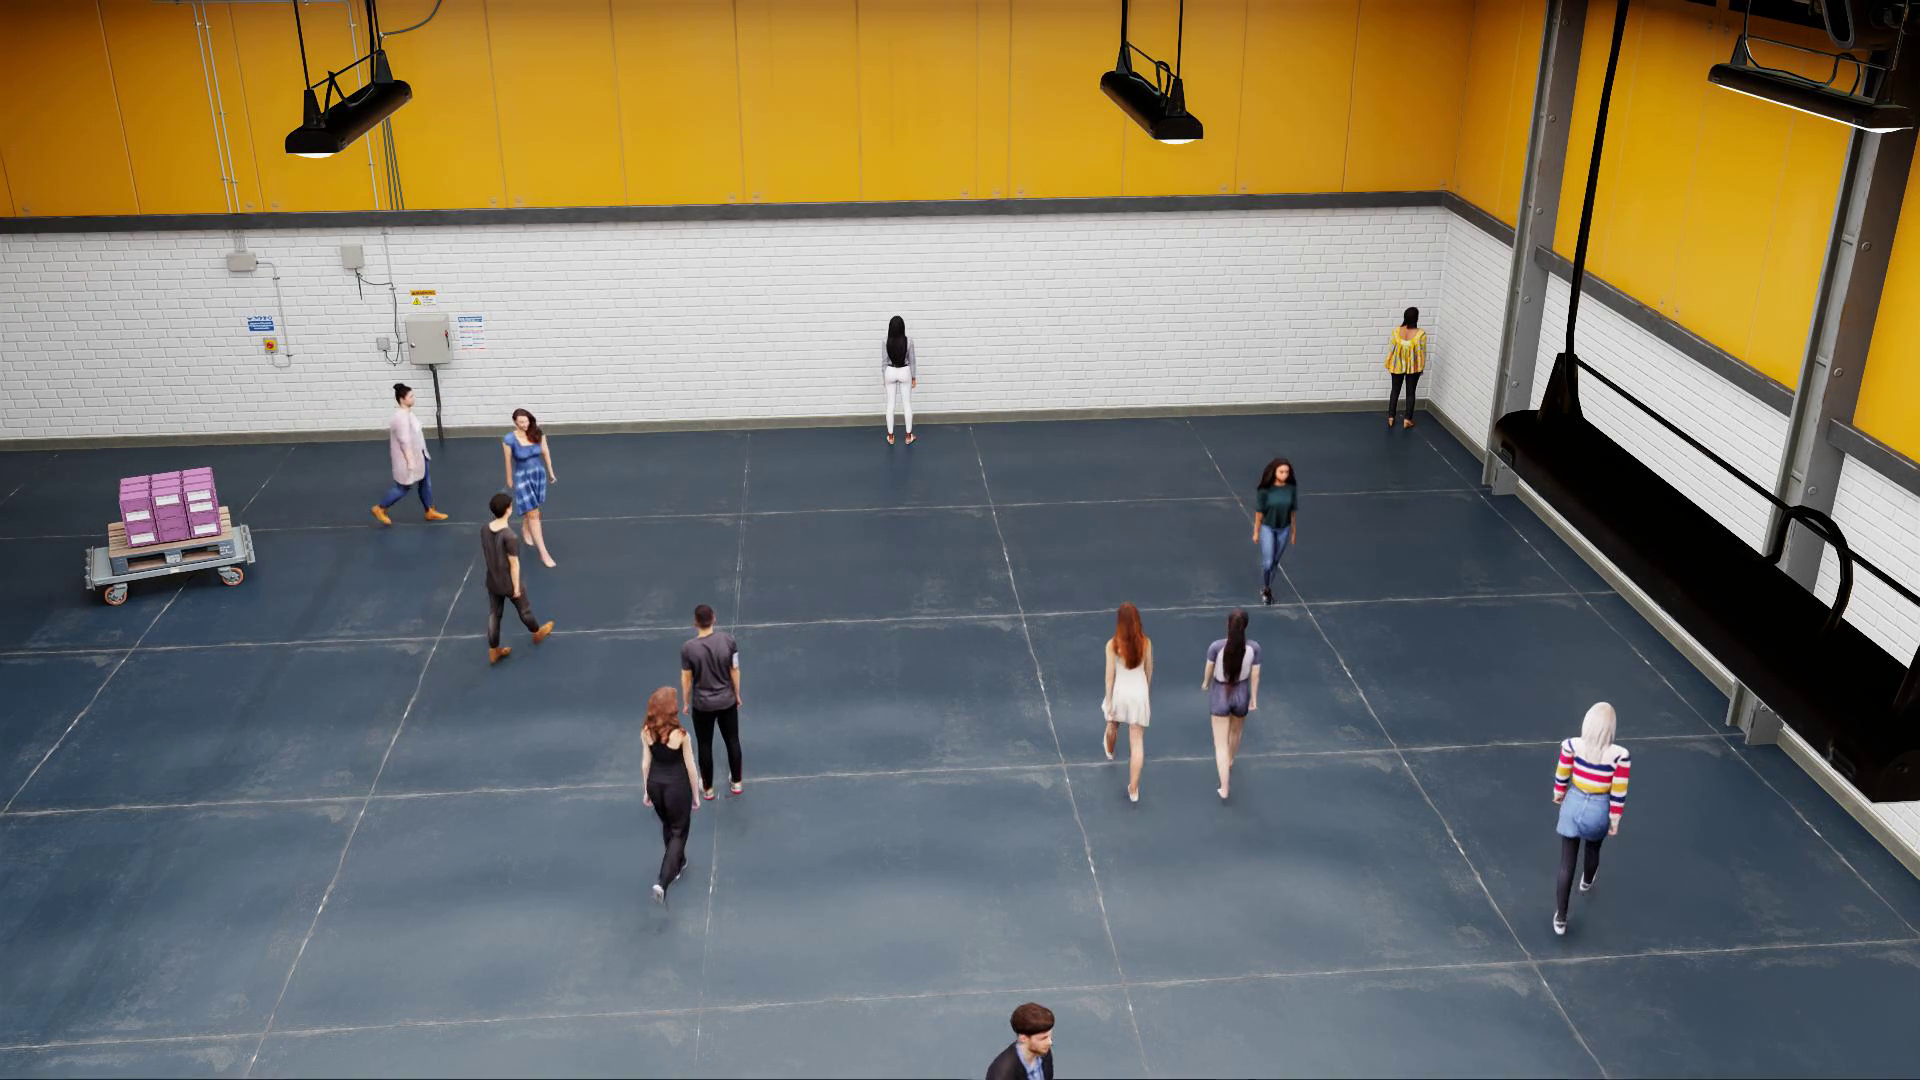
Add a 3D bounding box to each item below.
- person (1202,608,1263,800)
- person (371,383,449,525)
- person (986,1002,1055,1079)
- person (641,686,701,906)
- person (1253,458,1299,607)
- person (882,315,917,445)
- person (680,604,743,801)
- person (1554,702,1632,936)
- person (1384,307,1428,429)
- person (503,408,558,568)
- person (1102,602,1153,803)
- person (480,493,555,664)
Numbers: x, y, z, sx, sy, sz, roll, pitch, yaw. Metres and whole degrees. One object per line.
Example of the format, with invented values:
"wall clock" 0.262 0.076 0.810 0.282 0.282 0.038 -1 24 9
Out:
"person" 2.269 1.397 13.913 0.602 1.607 1.010 -1 24 -3
"person" -6.452 -0.964 19.180 0.753 1.713 1.000 -2 24 -6
"person" 0.232 3.316 9.201 1.116 1.864 1.075 18 29 35
"person" -2.216 1.945 12.513 0.788 1.723 1.091 4 24 8
"person" 3.268 -0.129 17.402 0.611 1.607 0.641 -4 24 -8
"person" -0.808 -2.115 21.799 0.623 1.724 0.546 1 24 2
"person" -2.058 1.349 13.827 0.697 1.762 0.650 -7 25 -16
"person" 4.561 2.070 12.190 1.046 1.754 1.222 12 26 26
"person" 5.996 -2.328 22.376 0.876 1.654 0.927 12 27 26
"person" -4.768 -0.609 18.327 1.090 1.747 1.260 -19 30 -36
"person" 1.427 1.380 13.893 0.620 1.653 1.181 0 24 -1
"person" -4.465 0.406 16.089 0.953 1.679 1.107 12 26 25
